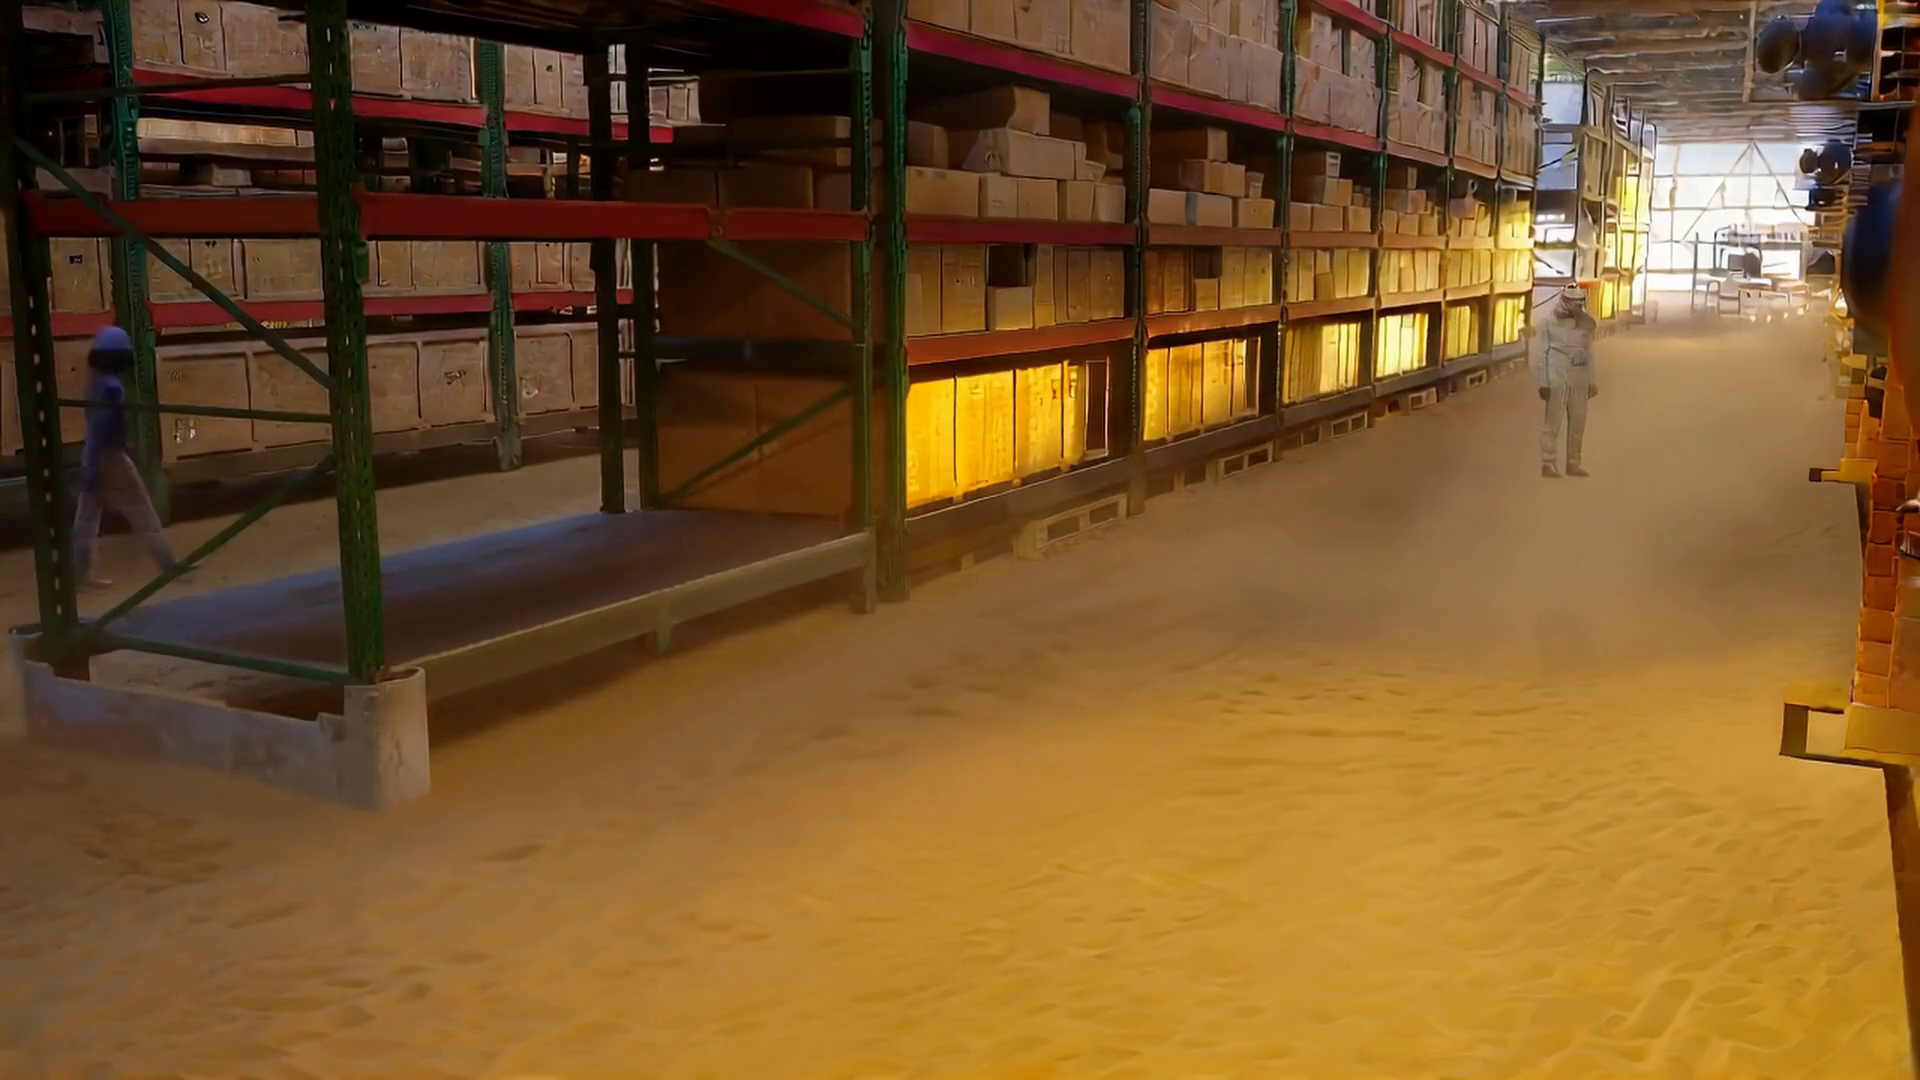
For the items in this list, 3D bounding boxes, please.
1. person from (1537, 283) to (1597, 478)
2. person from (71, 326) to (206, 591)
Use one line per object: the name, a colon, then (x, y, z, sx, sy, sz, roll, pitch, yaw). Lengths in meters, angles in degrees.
person: (5.903, -1.543, 16.152, 0.653, 1.894, 0.401, -3, 10, -18)
person: (-5.456, -0.537, 10.853, 0.481, 1.698, 0.862, 9, 13, 42)
